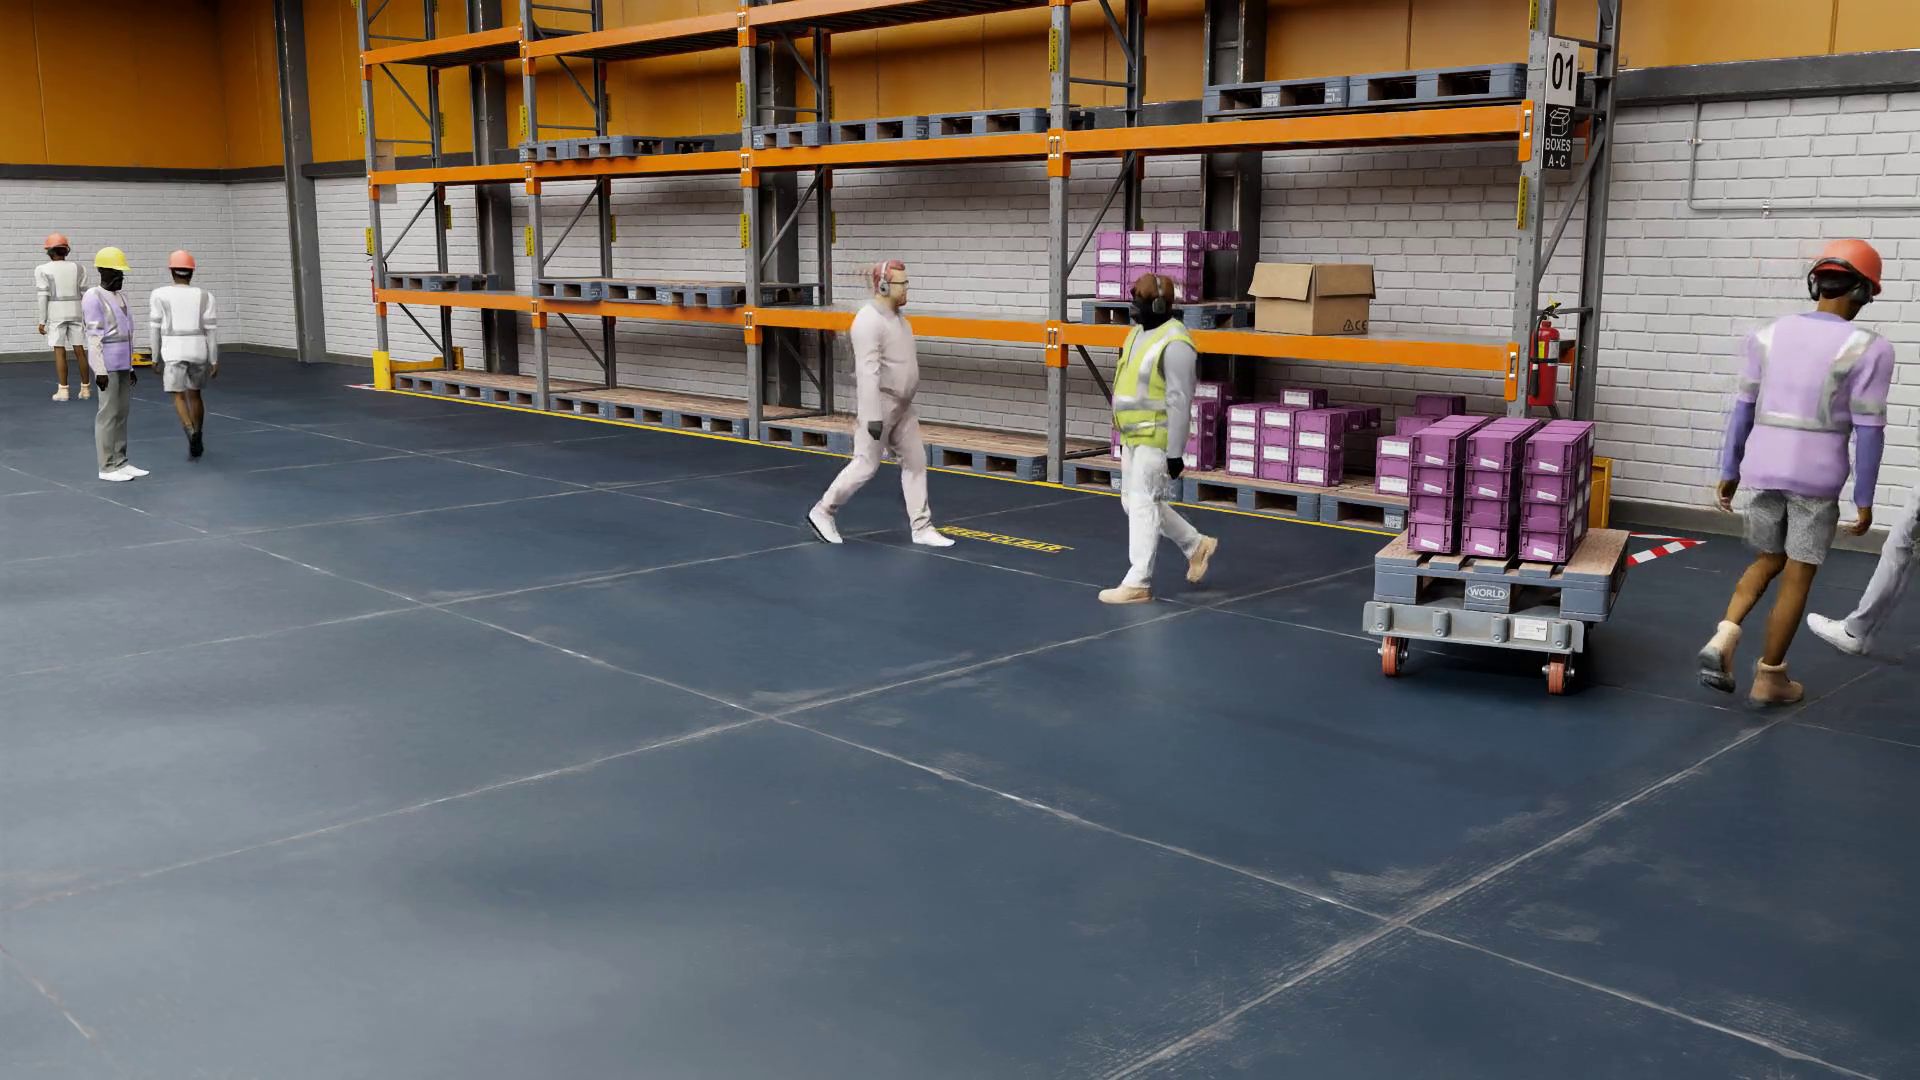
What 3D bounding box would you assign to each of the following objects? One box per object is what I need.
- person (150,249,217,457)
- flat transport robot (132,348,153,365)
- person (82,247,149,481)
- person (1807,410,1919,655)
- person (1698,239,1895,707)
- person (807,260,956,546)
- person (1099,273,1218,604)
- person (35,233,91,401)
[{"bbox_3d":[-7.070,-1.701,15.214,0.546,1.901,0.902,-8,13,-35],"label":"person"},{"bbox_3d":[-13.004,-2.854,25.939,0.652,0.197,1.431,-6,12,-30],"label":"flat transport robot"},{"bbox_3d":[-6.991,-1.452,13.776,0.382,1.923,0.593,-1,10,-3],"label":"person"},{"bbox_3d":[4.469,-0.286,7.691,0.559,1.816,0.951,-4,11,-22],"label":"person"},{"bbox_3d":[3.551,-0.255,7.028,0.582,2.004,0.665,-6,12,-32],"label":"person"},{"bbox_3d":[-0.544,-0.877,10.814,0.936,1.872,0.658,4,11,20],"label":"person"},{"bbox_3d":[1.116,-0.554,9.162,0.662,1.825,0.642,-3,11,-14],"label":"person"},{"bbox_3d":[-11.001,-2.727,20.411,0.384,2.039,0.616,9,13,39],"label":"person"}]
